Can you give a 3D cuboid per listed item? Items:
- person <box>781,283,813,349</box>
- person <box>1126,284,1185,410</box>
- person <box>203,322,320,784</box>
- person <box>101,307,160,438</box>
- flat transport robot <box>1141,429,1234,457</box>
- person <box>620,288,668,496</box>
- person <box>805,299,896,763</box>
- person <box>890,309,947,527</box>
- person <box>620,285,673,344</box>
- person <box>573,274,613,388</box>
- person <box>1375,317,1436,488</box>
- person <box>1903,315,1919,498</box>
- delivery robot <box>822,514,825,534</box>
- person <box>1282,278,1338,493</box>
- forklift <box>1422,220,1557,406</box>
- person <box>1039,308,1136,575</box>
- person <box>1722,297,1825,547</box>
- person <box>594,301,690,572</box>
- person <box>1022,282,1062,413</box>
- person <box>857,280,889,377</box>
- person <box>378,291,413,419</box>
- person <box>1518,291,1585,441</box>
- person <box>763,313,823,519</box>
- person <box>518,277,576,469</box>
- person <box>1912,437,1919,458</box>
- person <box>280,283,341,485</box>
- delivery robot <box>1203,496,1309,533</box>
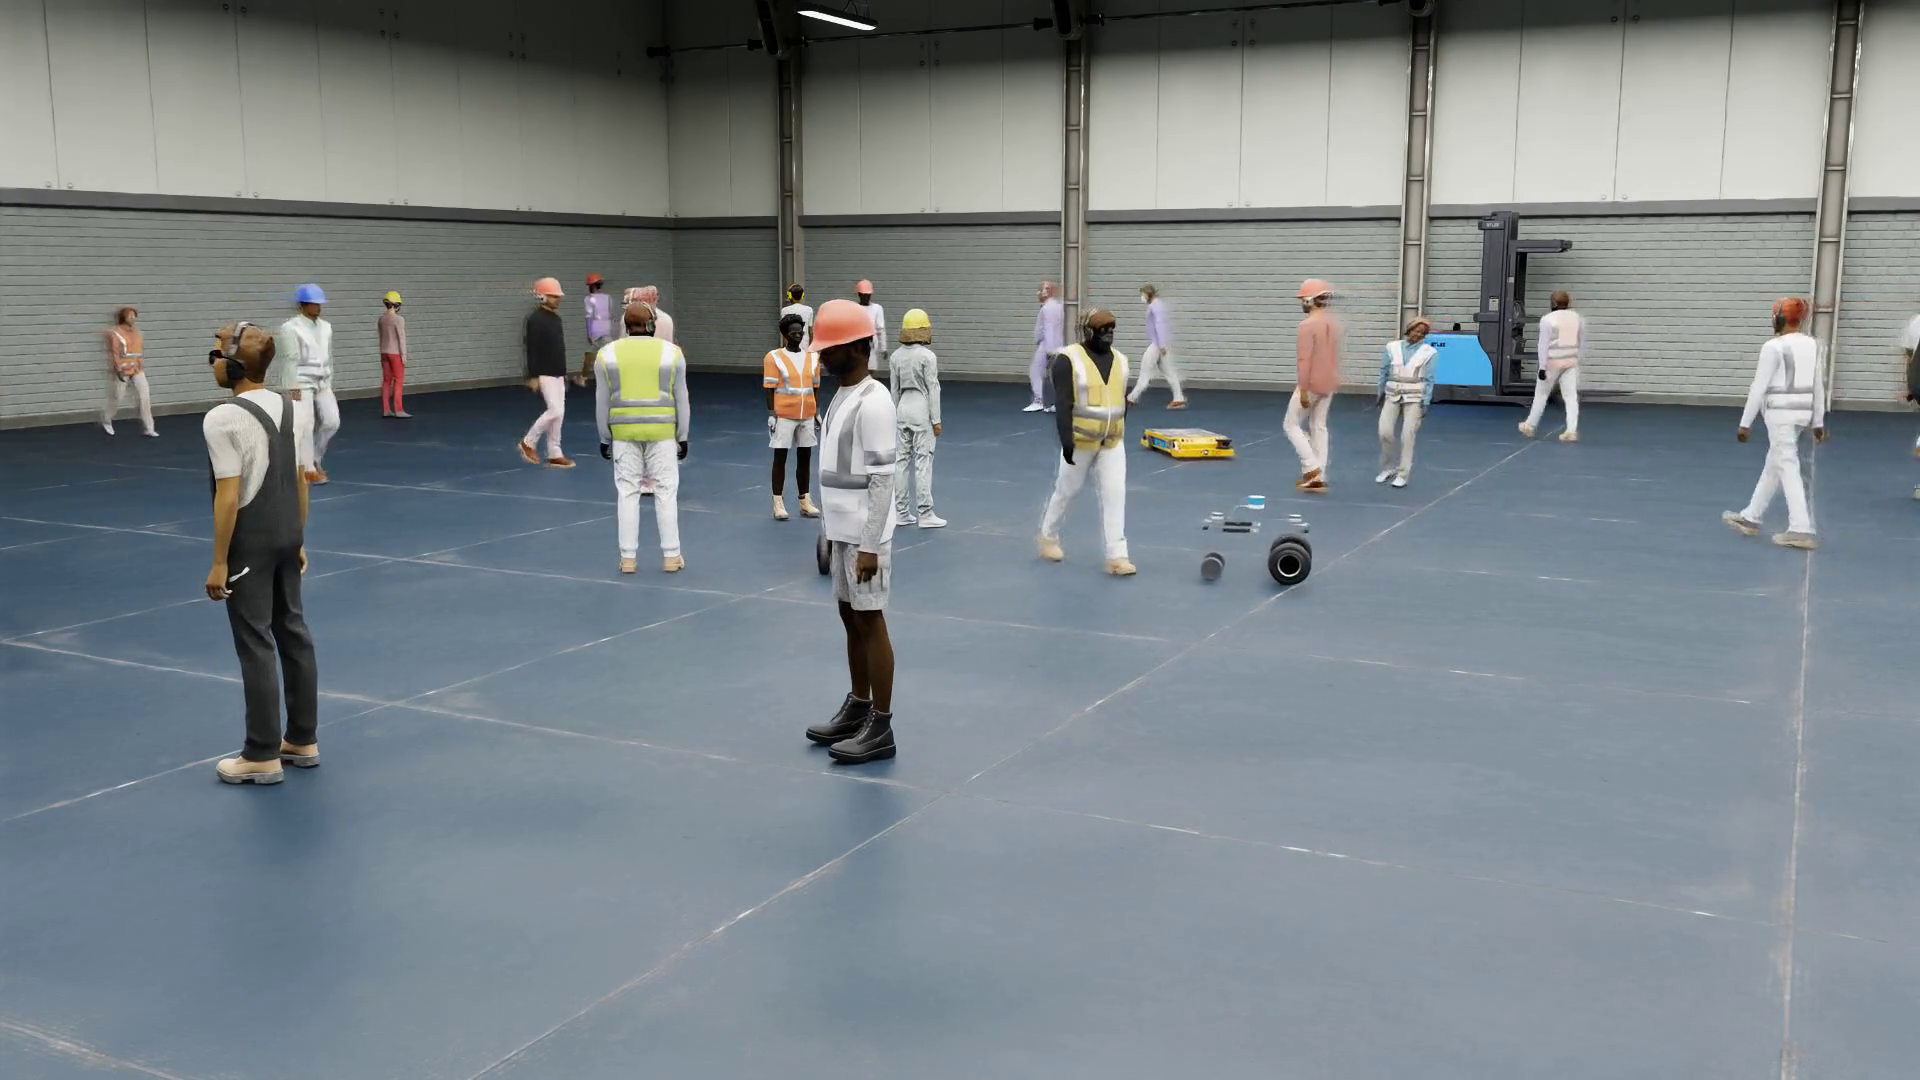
[{"bbox_3d":[-2.283,-2.646,23.262,0.508,1.872,0.329,-6,11,-34],"label":"person"},{"bbox_3d":[2.860,-2.853,24.580,1.062,1.851,0.699,1,9,8],"label":"person"},{"bbox_3d":[-2.837,0.046,6.730,0.340,1.846,0.513,3,10,18],"label":"person"},{"bbox_3d":[-10.374,-2.090,20.663,0.815,1.610,0.503,5,10,28],"label":"person"},{"bbox_3d":[2.566,-1.115,18.870,0.652,0.197,1.431,-2,9,-10],"label":"flat transport robot"},{"bbox_3d":[-2.933,-1.357,15.239,0.427,1.891,0.675,3,10,17],"label":"person"},{"bbox_3d":[-0.460,-0.040,7.008,0.372,1.930,0.543,-3,10,-21],"label":"person"},{"bbox_3d":[-0.344,-0.980,13.372,0.487,1.746,0.287,7,12,38],"label":"person"},{"bbox_3d":[-3.685,-2.049,19.564,0.647,1.884,0.836,1,9,4],"label":"person"},{"bbox_3d":[-6.310,-3.602,28.785,1.041,1.987,0.612,8,12,41],"label":"person"},{"bbox_3d":[4.222,-1.306,15.782,0.548,1.617,0.332,5,10,28],"label":"person"},{"bbox_3d":[8.911,-1.361,14.943,0.641,2.000,0.714,-2,9,-12],"label":"person"},{"bbox_3d":[-0.765,-0.119,11.564,0.477,0.478,0.707,-2,9,-10],"label":"delivery robot"},{"bbox_3d":[3.262,-1.430,15.434,0.600,1.975,0.427,-9,13,-43],"label":"person"},{"bbox_3d":[8.245,-3.527,25.720,1.873,2.768,1.129,5,10,27],"label":"forklift"},{"bbox_3d":[0.882,-0.700,11.481,0.618,1.810,0.946,-4,10,-25],"label":"person"},{"bbox_3d":[6.167,-0.910,12.627,0.628,1.838,0.933,-5,10,-28],"label":"person"},{"bbox_3d":[-2.161,-0.703,11.375,0.626,1.840,0.430,-1,9,-5],"label":"person"},{"bbox_3d":[1.188,-2.771,23.996,0.736,1.880,0.676,2,9,11],"label":"person"},{"bbox_3d":[-1.309,-2.725,23.631,0.567,1.912,0.702,-4,10,-22],"label":"person"},{"bbox_3d":[-7.892,-2.584,23.207,0.528,1.764,0.337,6,11,35],"label":"person"},{"bbox_3d":[7.243,-2.121,20.255,0.658,1.793,0.939,-3,10,-15],"label":"person"},{"bbox_3d":[-1.381,-1.030,13.830,0.536,1.697,0.318,-6,11,-34],"label":"person"},{"bbox_3d":[-4.271,-1.727,17.267,0.466,1.982,0.617,2,9,9],"label":"person"},{"bbox_3d":[10.934,-1.833,18.173,1.014,1.888,0.644,0,9,1],"label":"person"},{"bbox_3d":[-6.225,-1.489,15.970,0.449,1.927,0.626,5,10,27],"label":"person"},{"bbox_3d":[1.986,-0.181,11.145,0.698,0.223,0.335,2,9,12],"label":"delivery robot"}]
